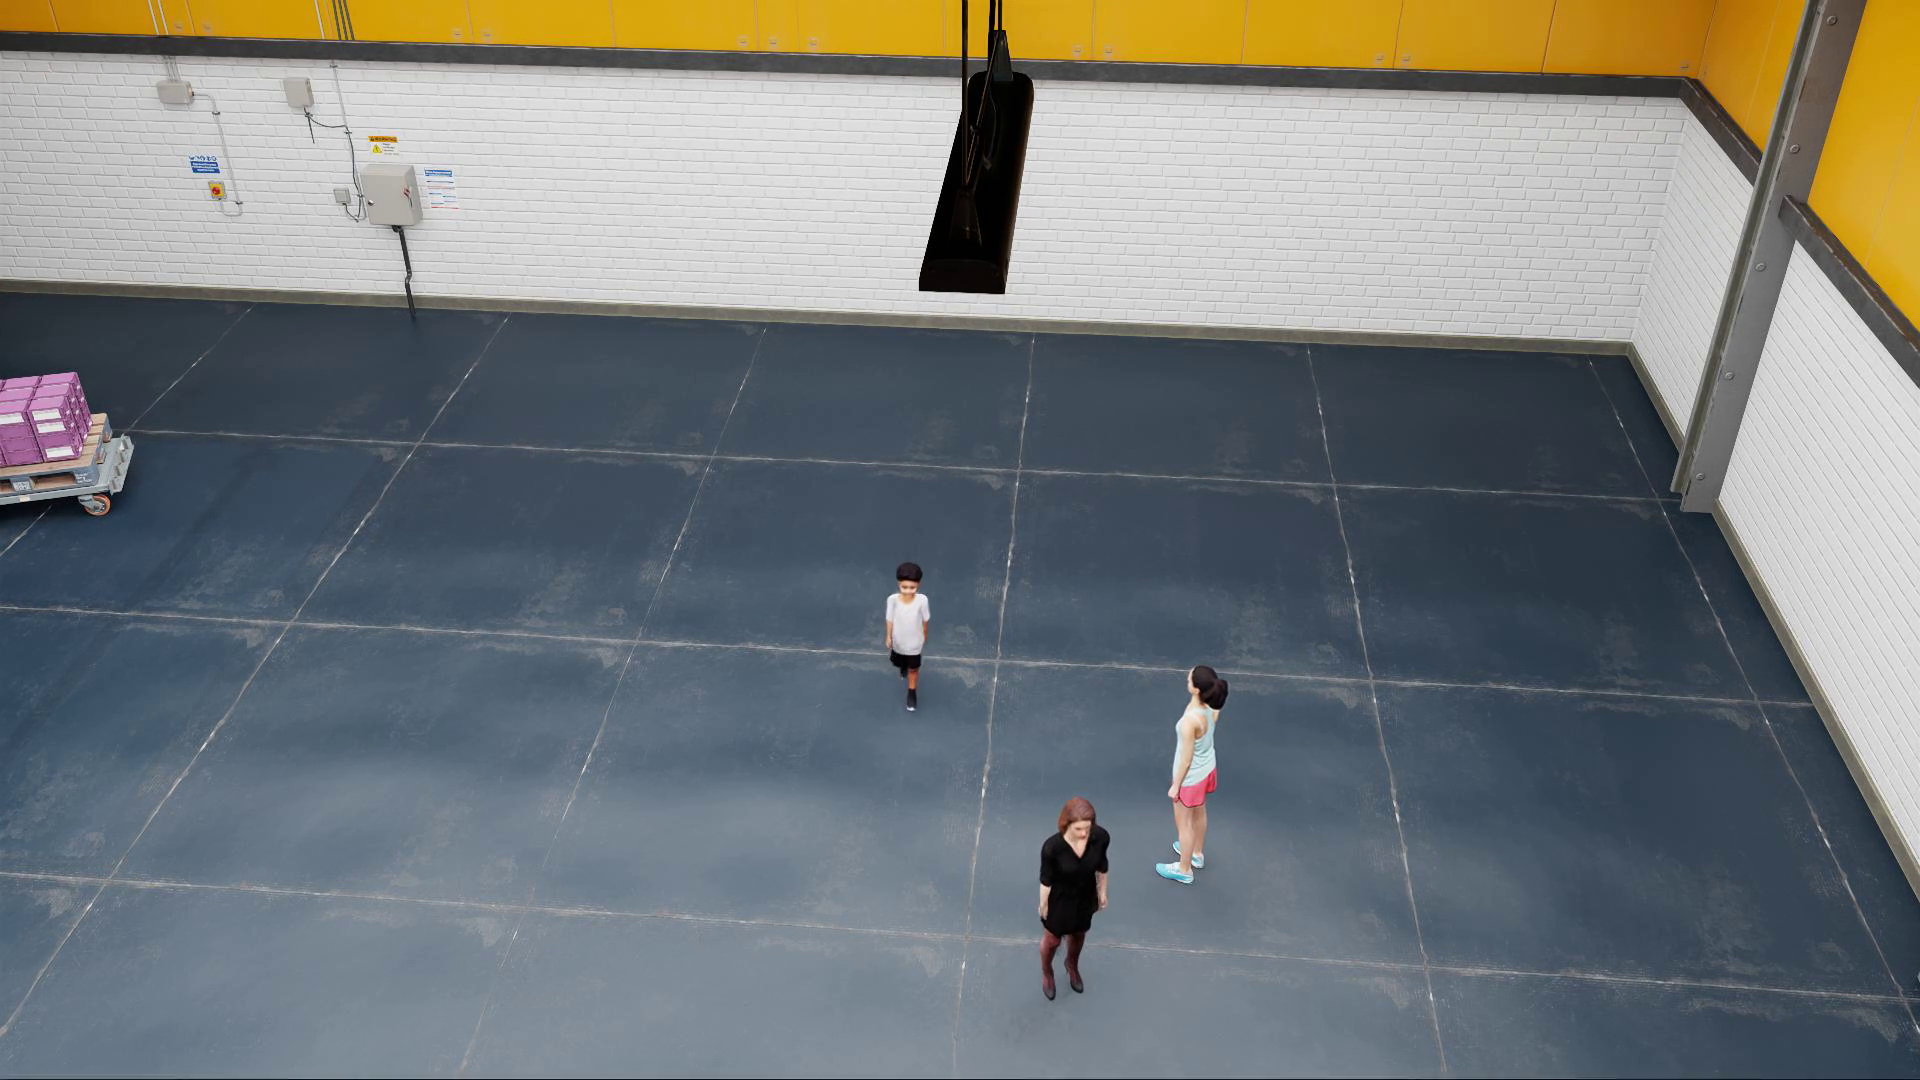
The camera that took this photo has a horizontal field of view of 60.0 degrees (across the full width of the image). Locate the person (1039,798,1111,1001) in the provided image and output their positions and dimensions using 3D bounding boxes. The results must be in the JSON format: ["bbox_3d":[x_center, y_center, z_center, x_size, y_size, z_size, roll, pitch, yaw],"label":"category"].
[{"bbox_3d":[0.667,2.191,10.186,0.692,1.693,0.706,-12,35,-17],"label":"person"}]

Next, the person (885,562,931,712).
[{"bbox_3d":[-0.403,0.687,12.848,0.487,1.251,0.707,3,34,4],"label":"person"}]

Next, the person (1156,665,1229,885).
[{"bbox_3d":[1.547,1.549,11.087,0.755,1.765,0.659,21,39,28],"label":"person"}]
